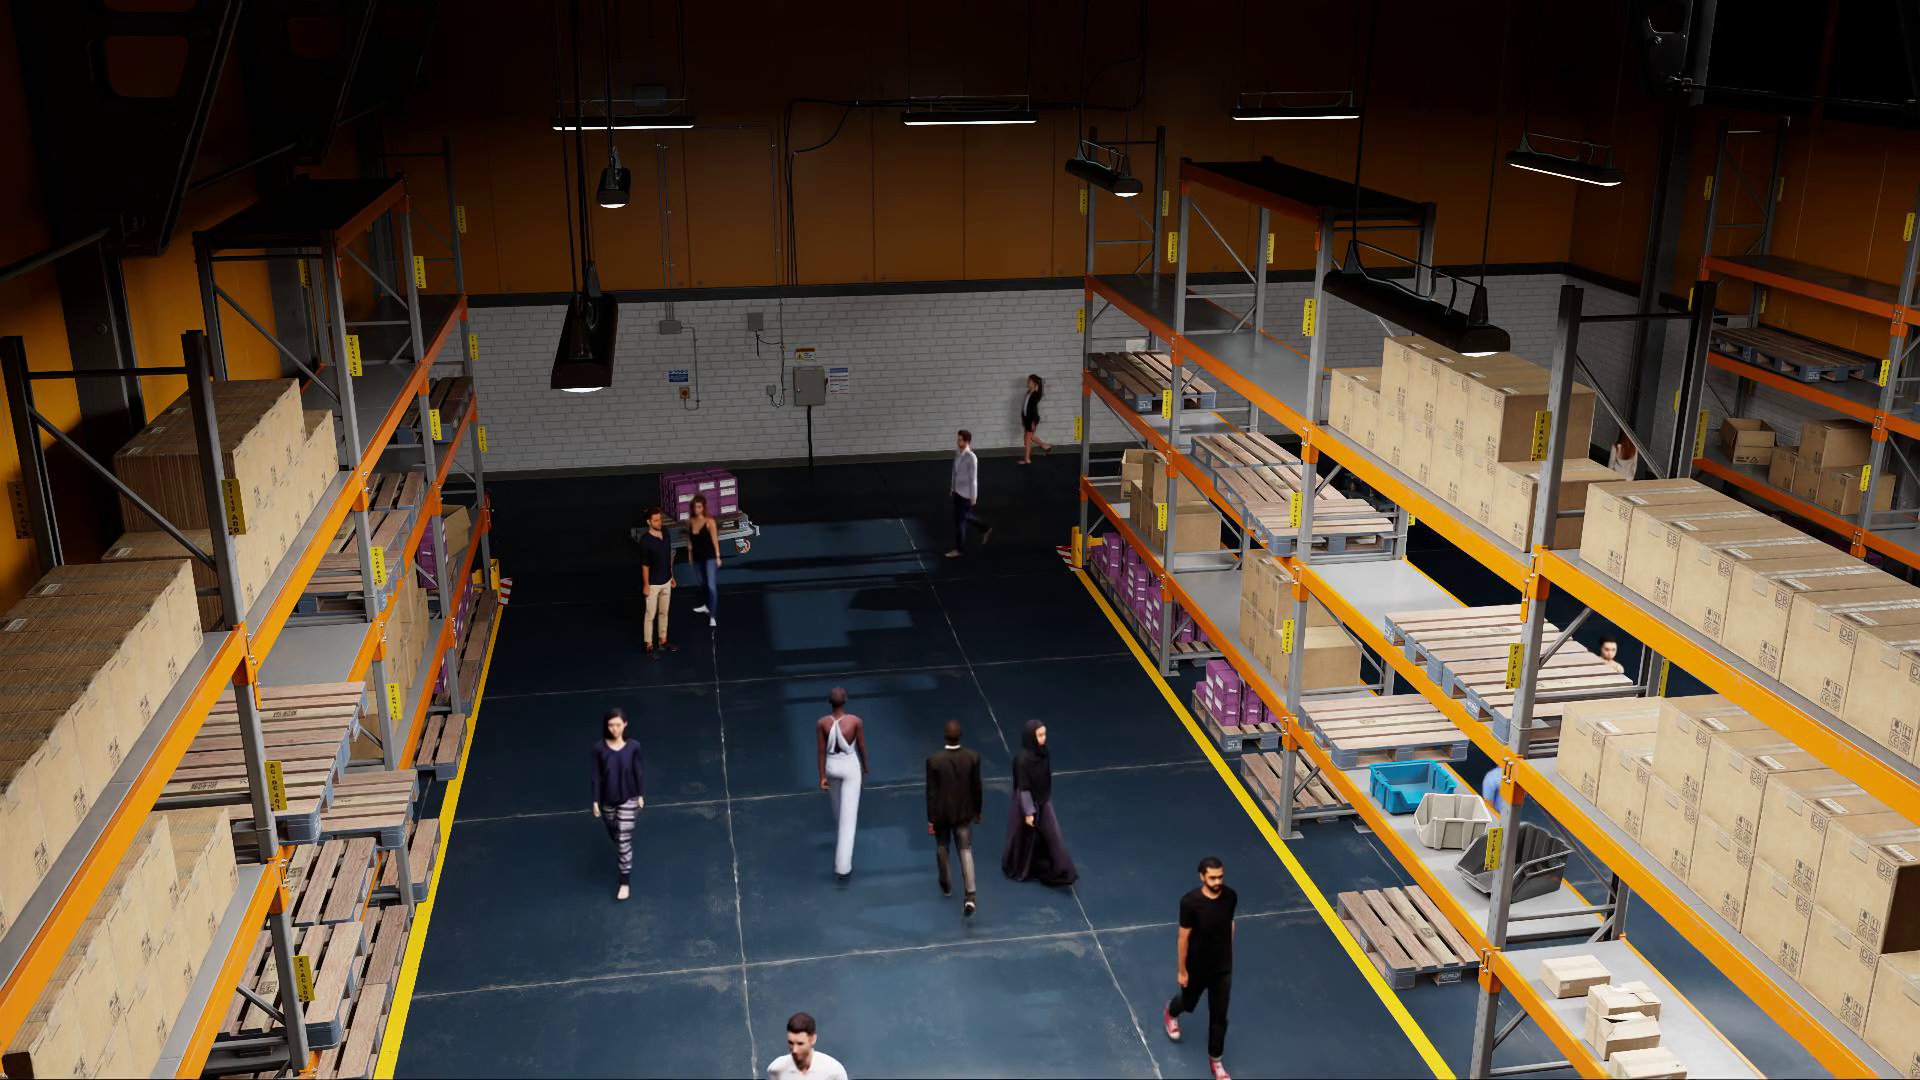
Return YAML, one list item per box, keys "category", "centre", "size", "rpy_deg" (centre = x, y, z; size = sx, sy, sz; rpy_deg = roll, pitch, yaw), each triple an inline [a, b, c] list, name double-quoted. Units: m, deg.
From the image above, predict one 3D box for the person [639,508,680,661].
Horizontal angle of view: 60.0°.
- category: "person"
  centre: [-3.654, 0.493, 20.059]
  size: [0.750, 1.858, 0.699]
  rpy_deg: [14, 23, 35]

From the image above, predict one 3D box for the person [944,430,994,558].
- category: "person"
  centre: [0.131, -0.683, 23.599]
  size: [0.925, 1.829, 1.082]
  rpy_deg: [-9, 21, -25]

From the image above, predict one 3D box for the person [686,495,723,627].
- category: "person"
  centre: [-3.235, 0.210, 21.154]
  size: [0.971, 1.696, 1.022]
  rpy_deg: [12, 22, 33]

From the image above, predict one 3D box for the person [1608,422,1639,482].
- category: "person"
  centre: [9.706, -0.897, 24.411]
  size: [0.626, 1.715, 0.601]
  rpy_deg: [0, 19, 0]

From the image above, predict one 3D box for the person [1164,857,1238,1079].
- category: "person"
  centre: [1.797, 3.126, 12.437]
  size: [0.756, 1.733, 1.139]
  rpy_deg: [-6, 20, -18]

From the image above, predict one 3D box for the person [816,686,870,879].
- category: "person"
  centre: [-1.070, 2.223, 15.118]
  size: [0.816, 1.733, 1.234]
  rpy_deg: [2, 19, 5]

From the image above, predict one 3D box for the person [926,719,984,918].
- category: "person"
  centre: [-0.037, 2.428, 14.446]
  size: [0.700, 1.773, 1.120]
  rpy_deg: [-4, 19, -12]

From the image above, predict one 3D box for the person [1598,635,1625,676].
- category: "person"
  centre: [6.323, 1.736, 16.615]
  size: [0.823, 1.700, 1.103]
  rpy_deg: [3, 19, 10]

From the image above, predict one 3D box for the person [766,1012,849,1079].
- category: "person"
  centre: [-0.919, 3.754, 10.408]
  size: [0.888, 1.838, 1.114]
  rpy_deg: [3, 19, 10]

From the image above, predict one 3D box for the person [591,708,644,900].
- category: "person"
  centre: [-3.077, 2.291, 14.967]
  size: [0.670, 1.701, 1.078]
  rpy_deg: [-1, 19, -4]

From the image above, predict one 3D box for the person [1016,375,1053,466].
- category: "person"
  centre: [1.260, -2.043, 28.079]
  size: [0.620, 1.546, 0.802]
  rpy_deg: [-4, 19, -13]

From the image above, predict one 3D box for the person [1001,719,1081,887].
- category: "person"
  centre: [0.580, 2.337, 14.974]
  size: [0.952, 1.610, 1.136]
  rpy_deg: [-16, 24, -39]
